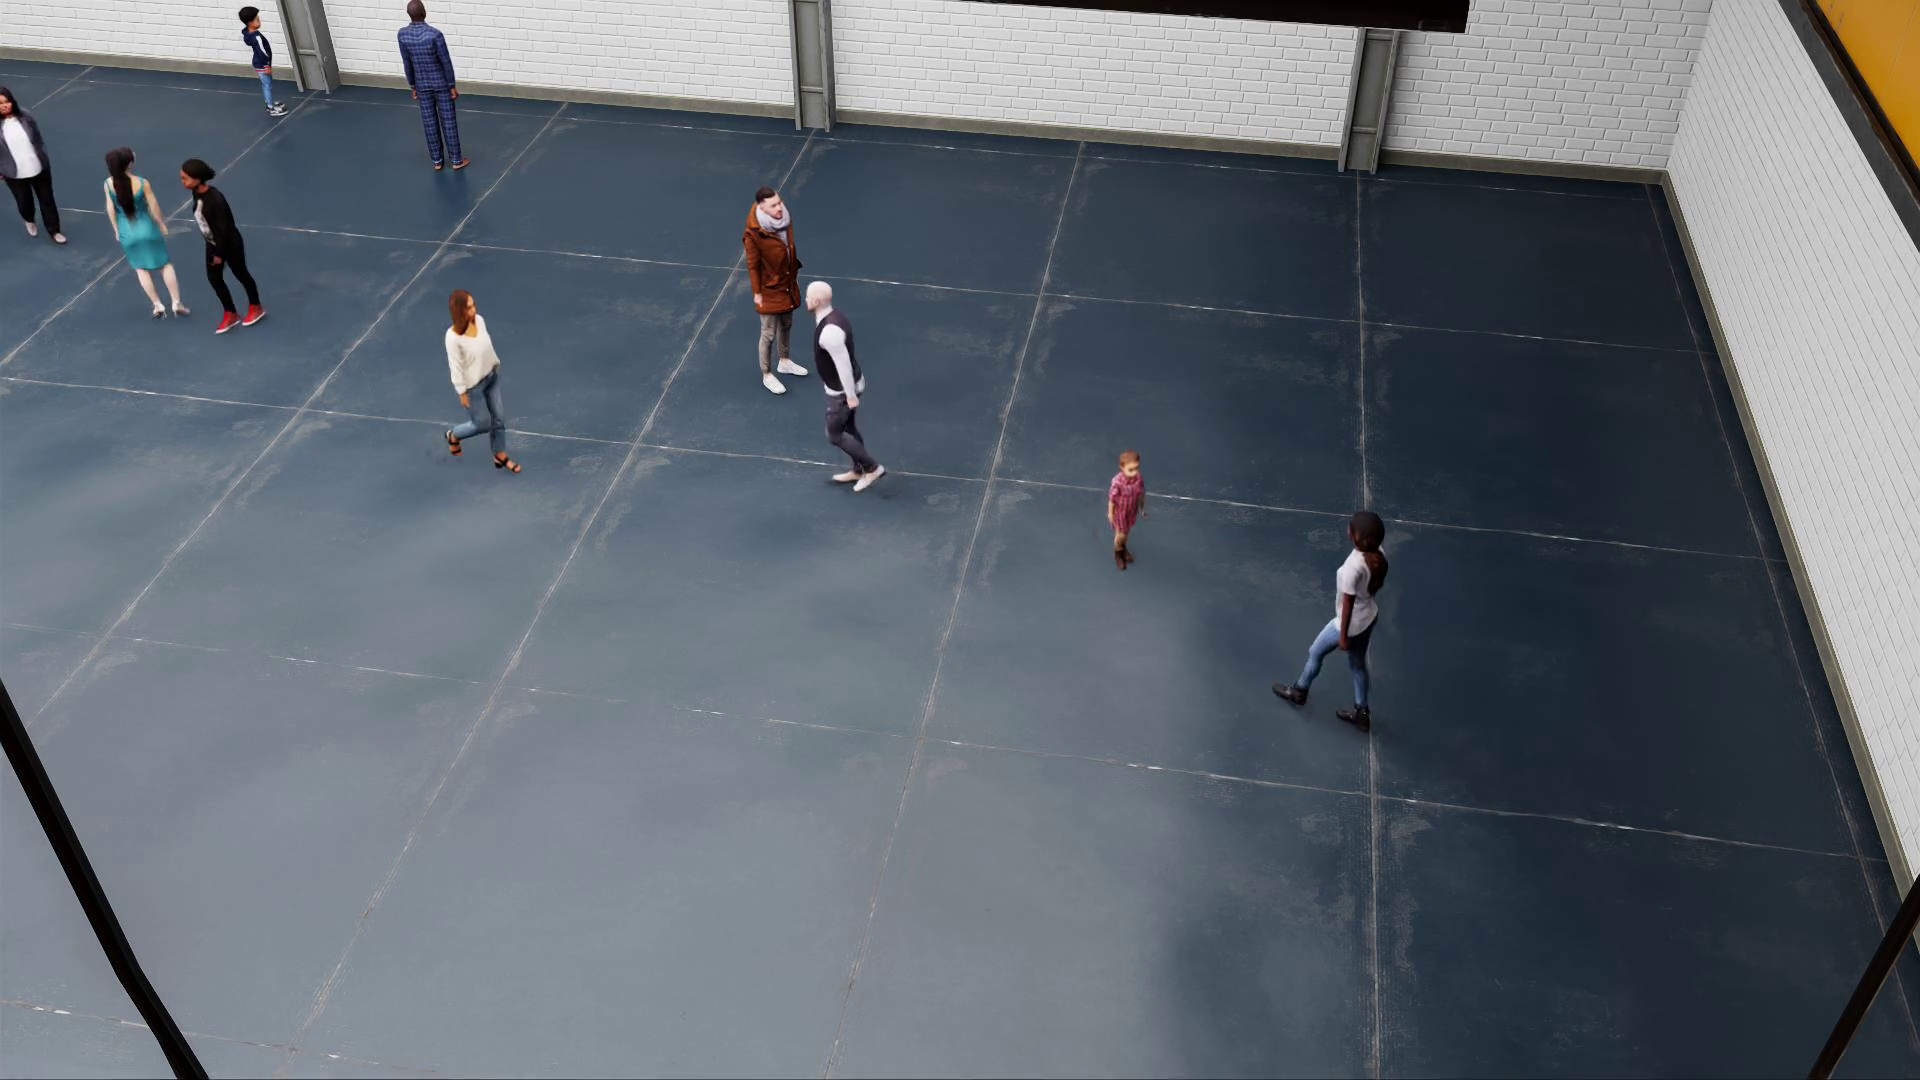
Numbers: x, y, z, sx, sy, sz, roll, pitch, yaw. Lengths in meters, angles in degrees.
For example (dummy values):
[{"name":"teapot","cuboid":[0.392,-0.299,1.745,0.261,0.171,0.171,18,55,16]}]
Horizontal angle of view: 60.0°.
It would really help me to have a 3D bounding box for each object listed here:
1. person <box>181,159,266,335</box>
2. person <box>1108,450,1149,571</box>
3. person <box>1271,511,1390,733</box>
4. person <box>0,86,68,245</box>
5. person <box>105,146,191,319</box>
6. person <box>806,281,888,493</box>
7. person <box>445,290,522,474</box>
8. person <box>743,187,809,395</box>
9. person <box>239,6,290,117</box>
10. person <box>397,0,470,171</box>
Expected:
[{"name":"person","cuboid":[-6.545,-2.684,14.933,0.748,1.651,0.765,18,42,22]},{"name":"person","cuboid":[1.225,-0.282,12.435,0.513,1.015,0.579,-19,42,-22]},{"name":"person","cuboid":[2.625,0.572,10.822,1.044,1.694,0.887,27,46,30]},{"name":"person","cuboid":[-9.140,-3.656,16.201,0.866,1.588,0.929,-31,48,-33]},{"name":"person","cuboid":[-7.415,-2.766,15.010,0.618,1.683,0.724,-24,45,-27]},{"name":"person","cuboid":[-0.867,-1.165,12.920,0.883,1.790,0.823,-8,39,-10]},{"name":"person","cuboid":[-3.874,-1.245,13.120,0.897,1.664,0.728,14,41,17]},{"name":"person","cuboid":[-1.576,-2.143,14.106,0.833,1.839,0.816,21,43,24]},{"name":"person","cuboid":[-7.836,-5.384,18.657,0.635,1.223,0.592,-19,42,-22]},{"name":"person","cuboid":[-5.522,-4.760,17.394,0.594,1.824,0.758,1,39,1]}]
